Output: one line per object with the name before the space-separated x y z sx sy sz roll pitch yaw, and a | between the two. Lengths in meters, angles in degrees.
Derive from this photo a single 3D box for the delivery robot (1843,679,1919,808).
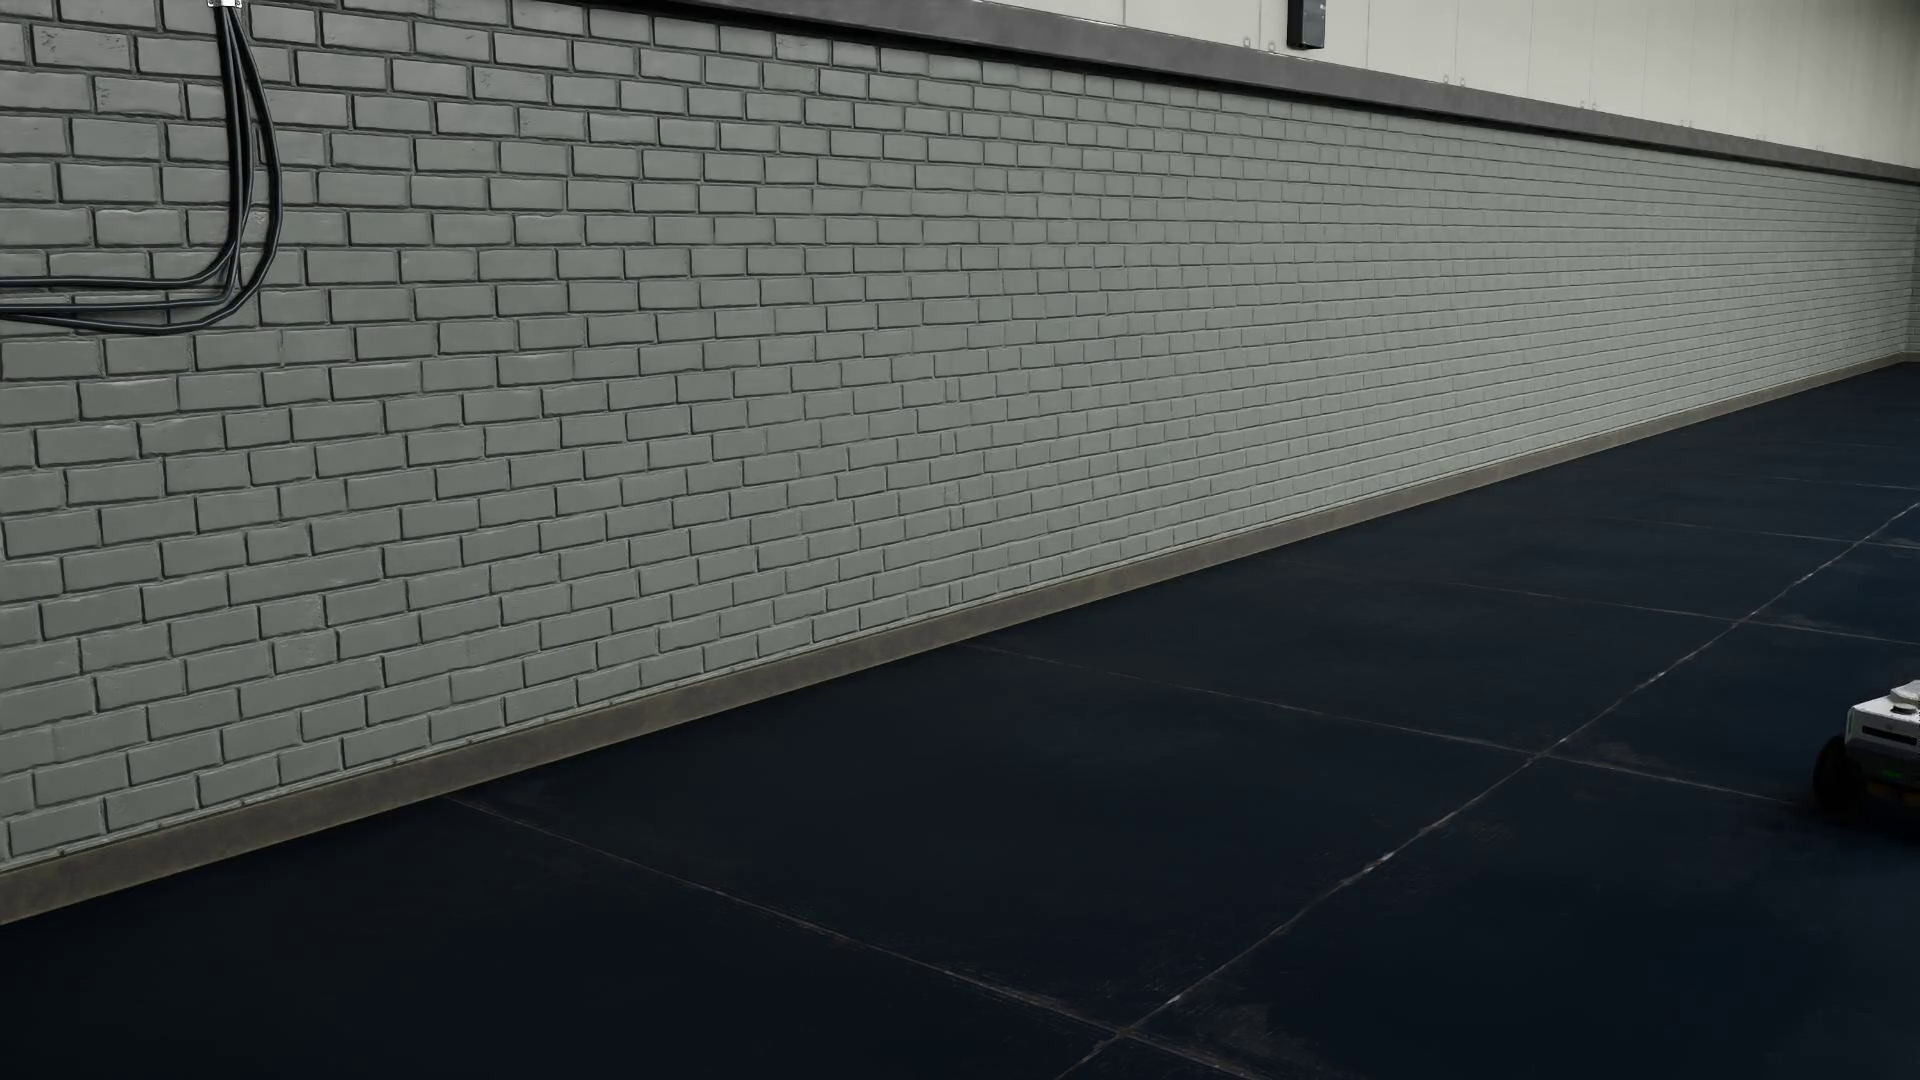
delivery robot | 3.439 0.658 5.842 0.707 0.478 0.477 -7 12 -34
